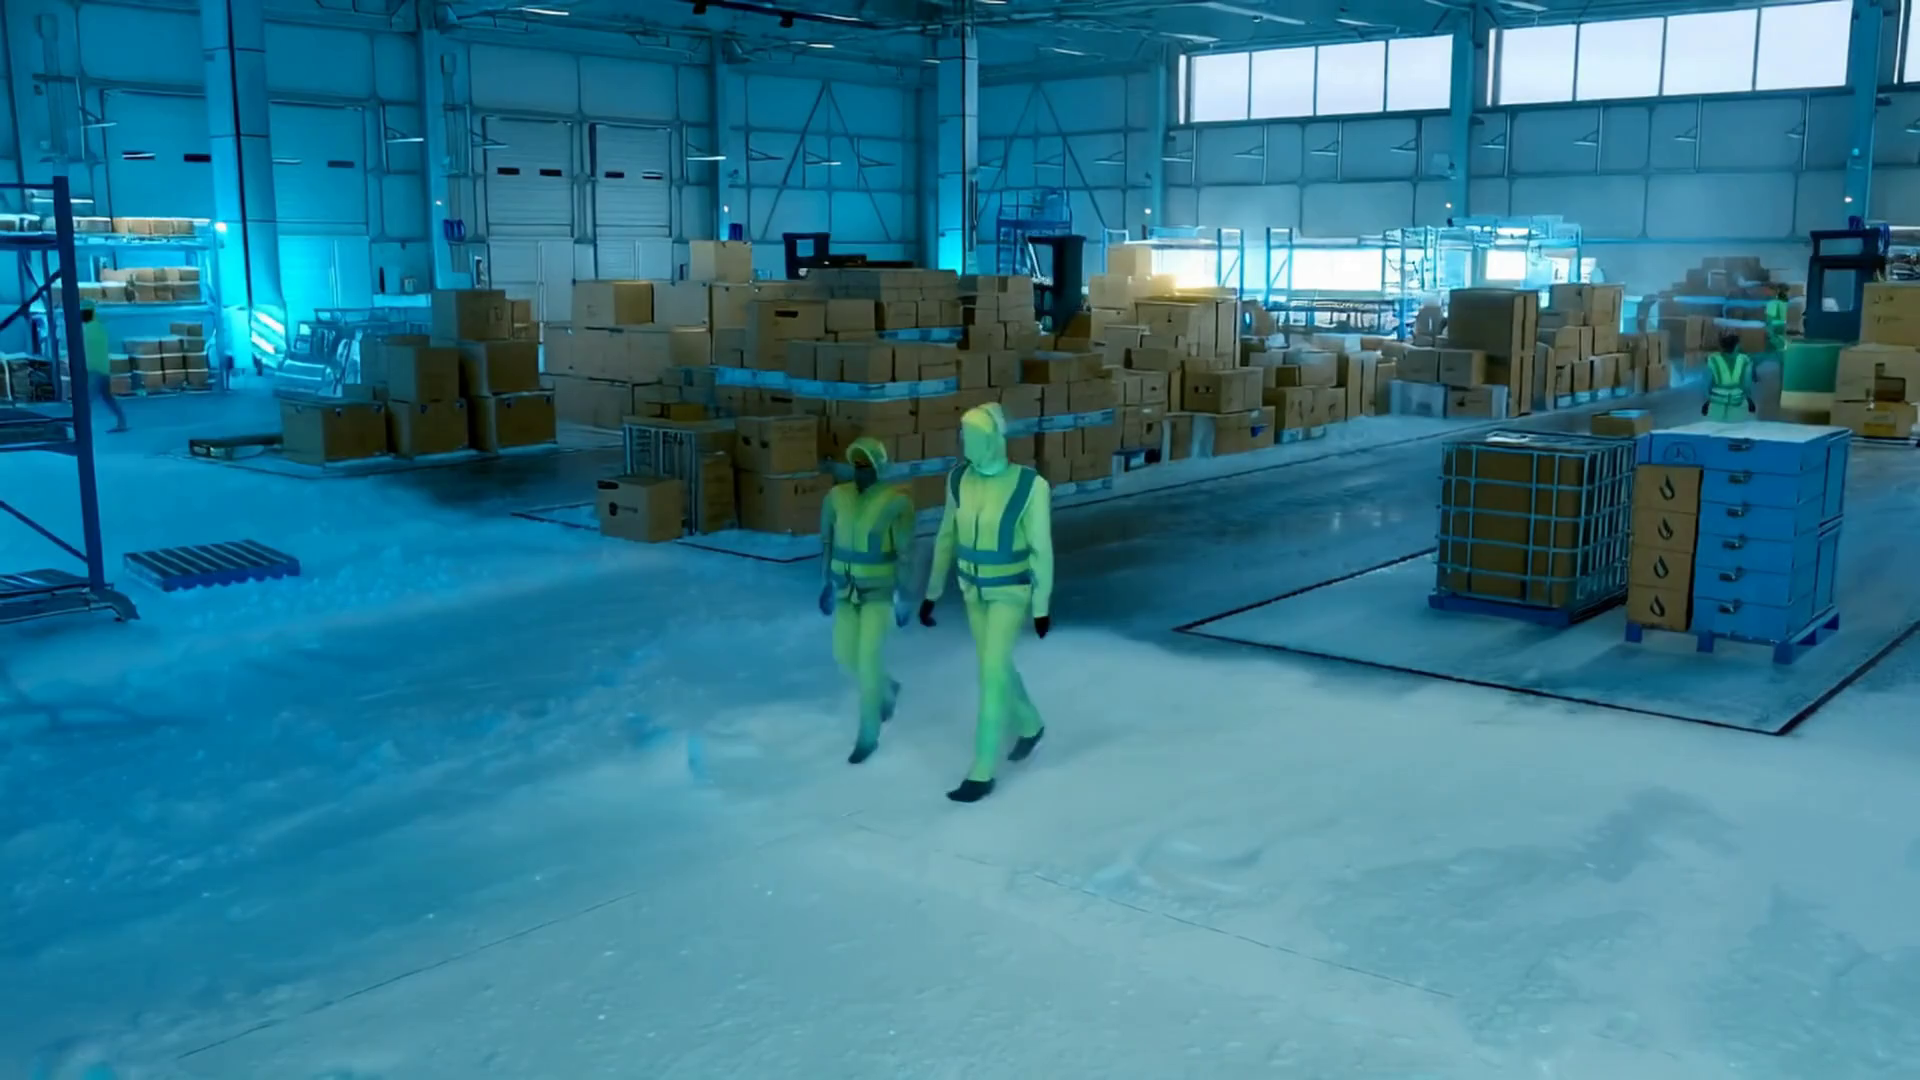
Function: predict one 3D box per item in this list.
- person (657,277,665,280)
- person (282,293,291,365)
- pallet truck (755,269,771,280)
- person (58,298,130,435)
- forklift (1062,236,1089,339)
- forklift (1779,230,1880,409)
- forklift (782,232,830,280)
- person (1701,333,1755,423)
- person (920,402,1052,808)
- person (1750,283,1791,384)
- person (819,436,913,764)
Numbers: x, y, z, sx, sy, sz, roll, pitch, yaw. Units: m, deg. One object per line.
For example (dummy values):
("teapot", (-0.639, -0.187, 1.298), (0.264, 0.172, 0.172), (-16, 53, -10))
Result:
("person", (-6.452, -4.716, 35.969), (0.640, 1.927, 0.388), (-5, 11, -24))
("person", (-14.108, -4.367, 34.662), (0.709, 1.667, 0.558), (1, 10, 5))
("pallet truck", (-4.996, -6.432, 45.525), (1.885, 1.965, 0.823), (-6, 12, -32))
("person", (-11.805, -2.335, 22.532), (0.976, 1.871, 0.615), (-9, 13, -42))
("forklift", (2.616, -5.613, 38.351), (1.873, 2.768, 1.129), (2, 10, 14))
("forklift", (13.839, -3.485, 26.235), (1.129, 2.768, 1.873), (8, 13, 40))
("forklift", (-2.834, -4.296, 30.849), (1.873, 2.768, 1.129), (8, 13, 40))
("person", (8.643, -1.535, 18.780), (0.523, 1.596, 0.853), (0, 10, 0))
("person", (0.194, 0.256, 7.888), (0.575, 1.848, 0.926), (9, 14, 43))
("person", (15.331, -3.892, 31.361), (0.557, 1.903, 0.943), (-6, 12, -33))
("person", (-0.444, 0.271, 8.445), (0.524, 1.622, 0.646), (6, 12, 30))
